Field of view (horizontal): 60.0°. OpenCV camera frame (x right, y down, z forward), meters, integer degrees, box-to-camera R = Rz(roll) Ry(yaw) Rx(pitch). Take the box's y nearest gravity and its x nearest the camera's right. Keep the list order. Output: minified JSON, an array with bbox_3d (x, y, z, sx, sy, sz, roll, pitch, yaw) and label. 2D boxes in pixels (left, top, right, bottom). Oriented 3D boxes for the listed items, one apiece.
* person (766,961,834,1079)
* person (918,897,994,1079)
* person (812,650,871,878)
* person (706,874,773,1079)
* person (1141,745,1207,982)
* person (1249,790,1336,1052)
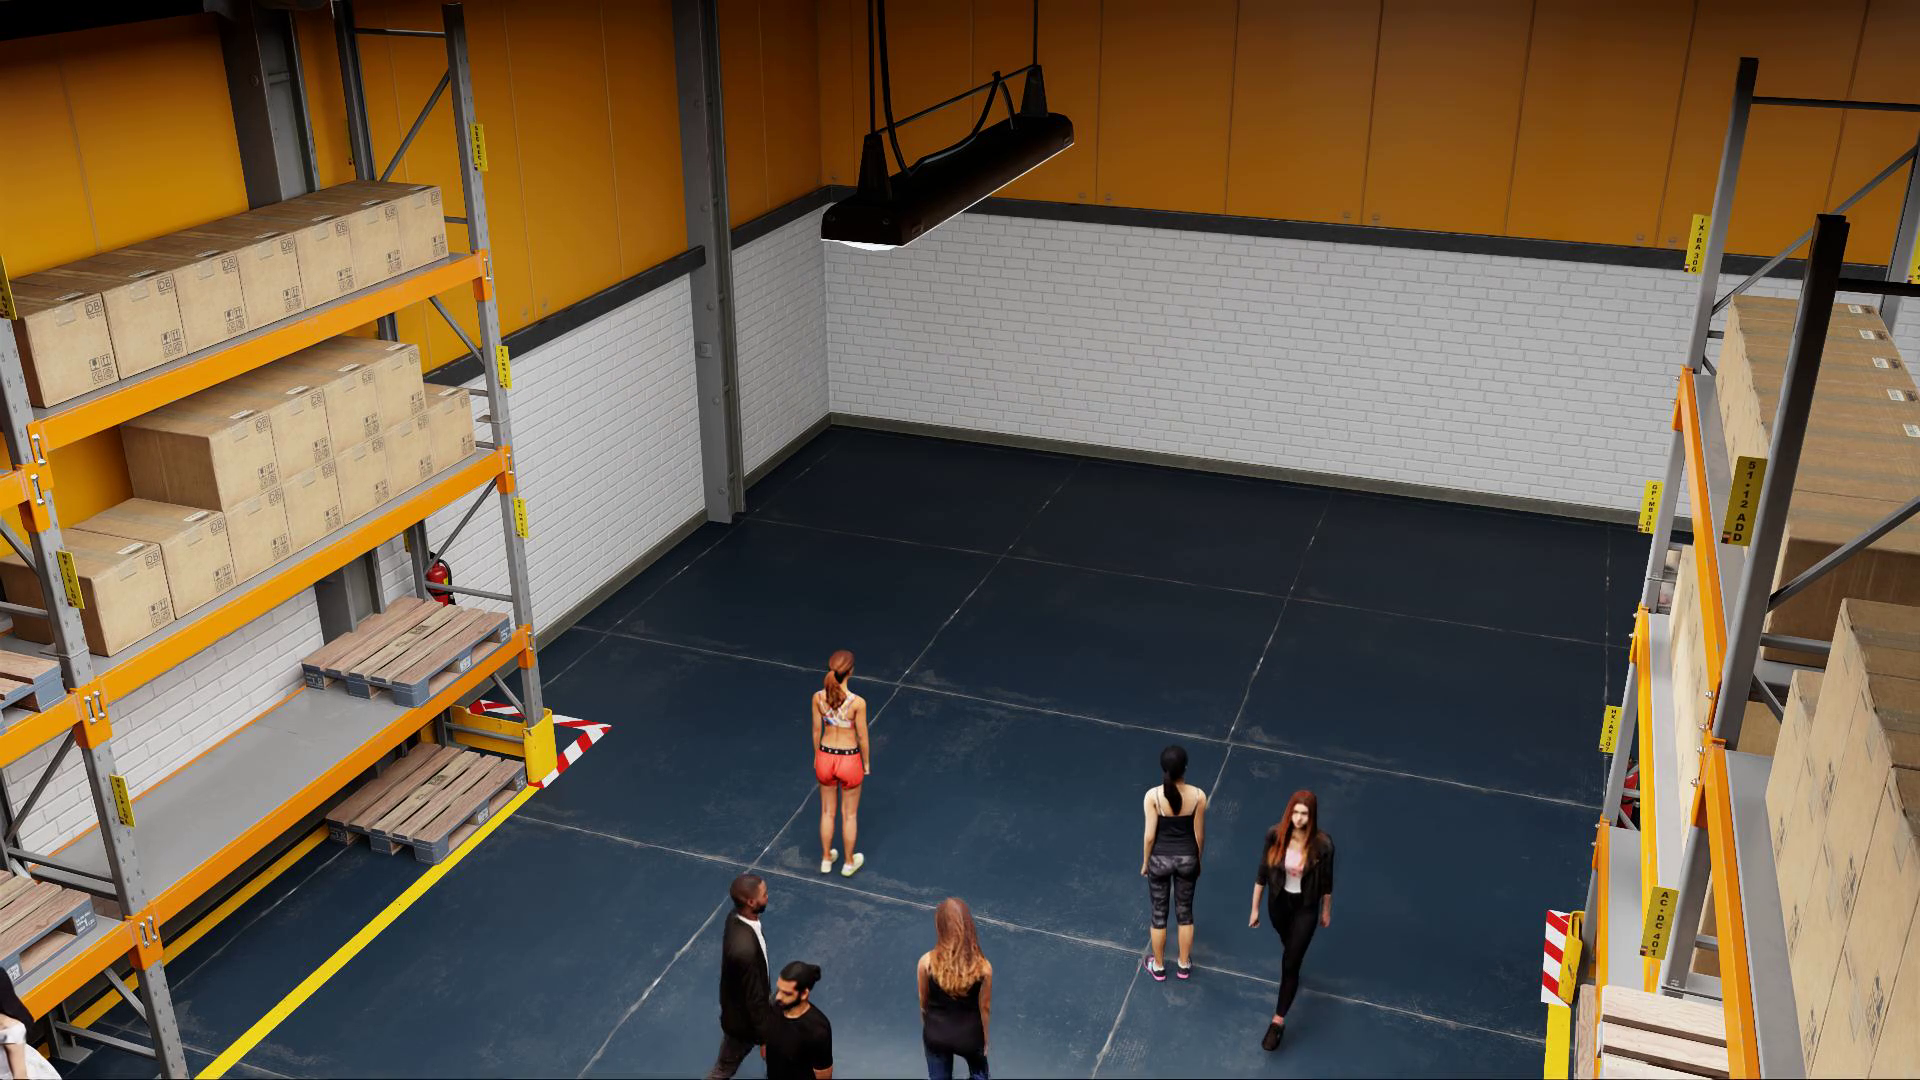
[{"bbox_3d":[-0.860,2.983,8.900,0.716,1.758,0.719,22,32,40],"label":"person"},{"bbox_3d":[-0.037,2.838,9.313,0.713,1.694,0.852,1,24,2],"label":"person"},{"bbox_3d":[-0.870,1.623,11.979,0.596,1.785,0.562,6,24,13],"label":"person"},{"bbox_3d":[-1.311,2.732,9.498,1.119,1.740,1.258,-2,24,-5],"label":"person"},{"bbox_3d":[1.394,2.125,10.904,0.635,1.727,0.636,0,24,-1],"label":"person"},{"bbox_3d":[2.145,2.290,10.603,0.733,1.664,1.215,12,26,25],"label":"person"}]
